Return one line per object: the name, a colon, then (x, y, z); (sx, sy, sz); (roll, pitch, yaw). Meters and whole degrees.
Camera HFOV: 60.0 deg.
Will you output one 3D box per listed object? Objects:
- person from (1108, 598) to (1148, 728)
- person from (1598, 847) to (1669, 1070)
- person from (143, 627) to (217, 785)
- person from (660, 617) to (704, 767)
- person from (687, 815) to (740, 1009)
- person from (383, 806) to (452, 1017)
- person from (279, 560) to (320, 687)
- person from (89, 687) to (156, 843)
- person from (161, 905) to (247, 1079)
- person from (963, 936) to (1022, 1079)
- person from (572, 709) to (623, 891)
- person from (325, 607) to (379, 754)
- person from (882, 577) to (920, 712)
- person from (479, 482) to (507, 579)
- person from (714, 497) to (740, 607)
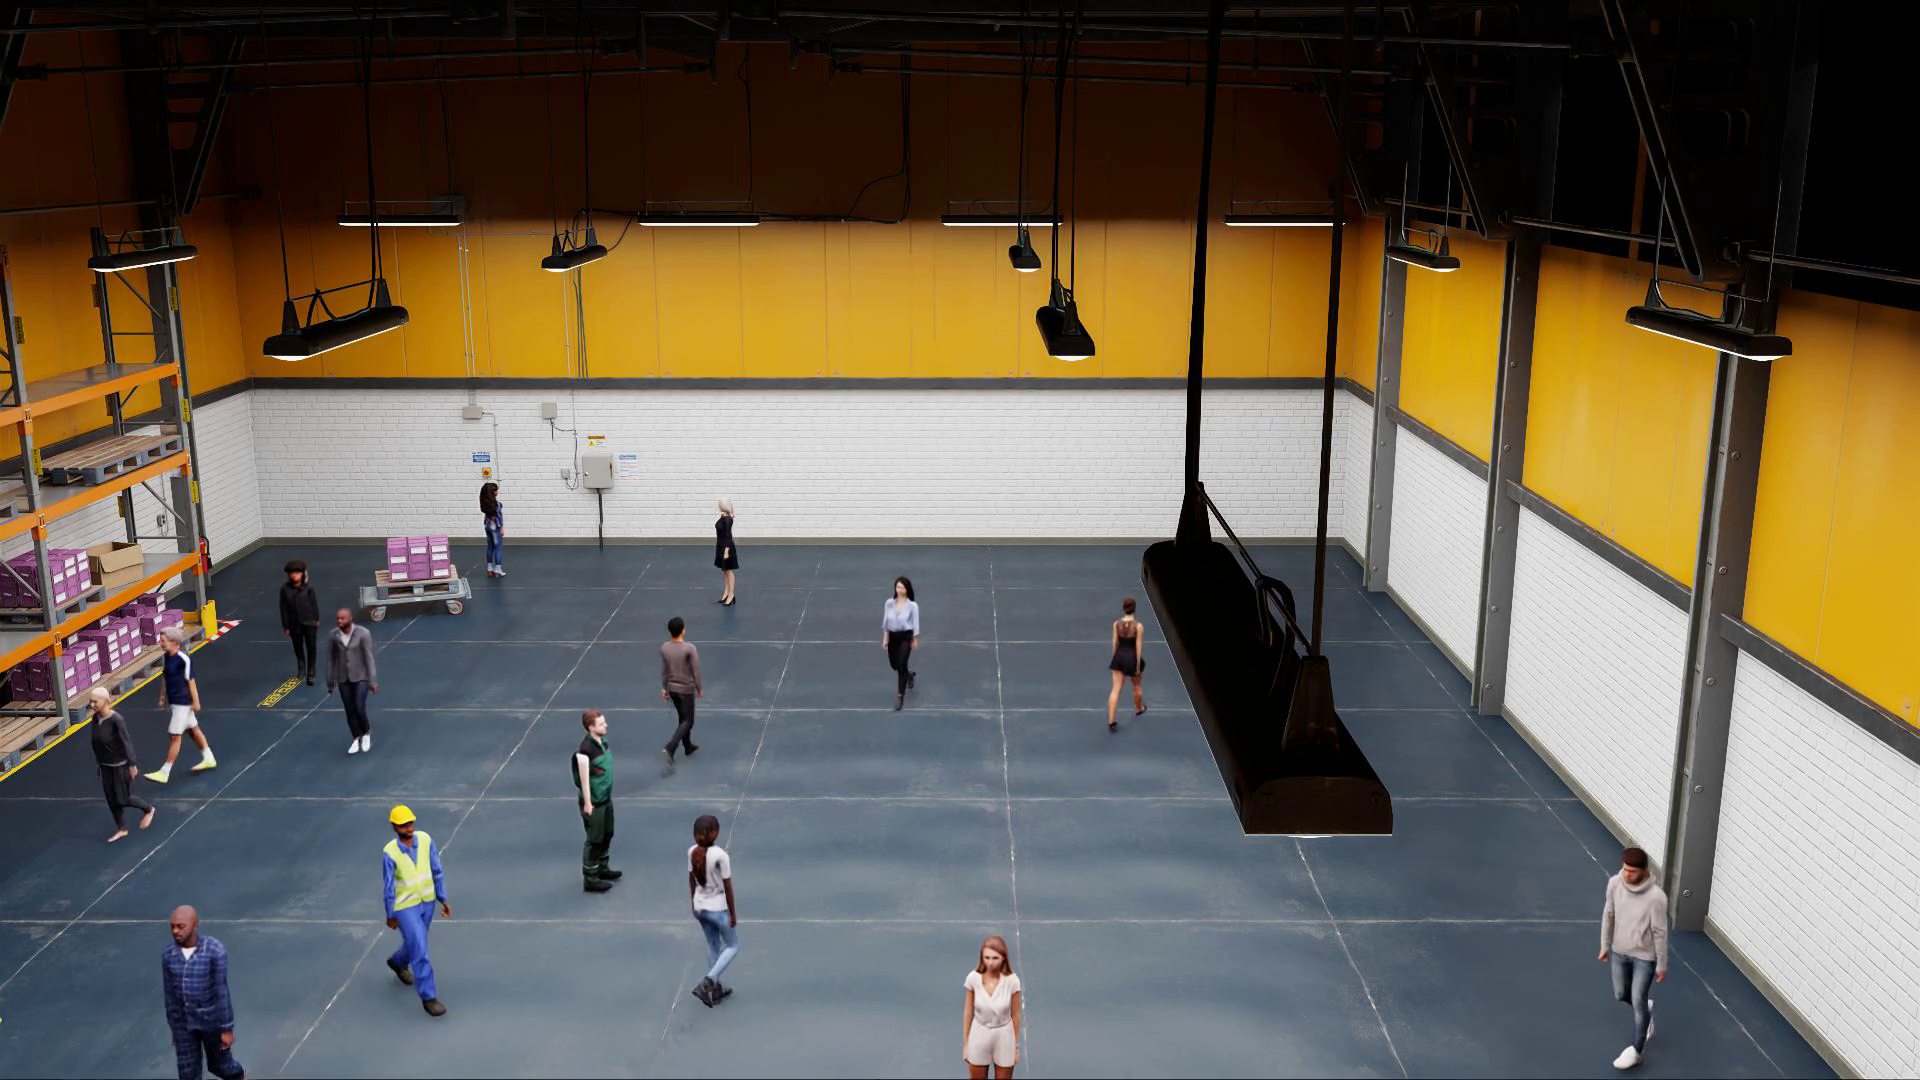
person: (2.043, 1.568, 20.785); (0.938, 1.626, 1.209); (7, 15, 26)
person: (5.445, 3.277, 13.306); (1.120, 1.824, 1.078); (-13, 19, -43)
person: (-8.898, 1.865, 19.200); (1.098, 1.794, 1.192); (11, 18, 39)
person: (-3.312, 1.801, 19.562); (0.921, 1.749, 1.147); (4, 14, 16)
person: (-2.124, 3.161, 14.018); (0.811, 1.714, 0.905); (8, 16, 29)
person: (-4.690, 3.090, 14.174); (1.181, 1.779, 1.209); (10, 17, 35)
person: (-8.915, 1.109, 22.511); (0.868, 1.704, 1.215); (-4, 14, -17)
person: (-8.841, 2.314, 17.542); (0.786, 1.702, 0.887); (6, 15, 24)
person: (-5.596, 3.525, 12.328); (0.670, 1.802, 0.970); (0, 14, -1)
person: (0.237, 3.643, 12.063); (0.589, 1.696, 0.584); (2, 14, 7)
person: (-3.577, 2.527, 16.365); (0.733, 1.841, 0.557); (2, 14, 8)
person: (-7.260, 1.664, 20.006); (0.758, 1.805, 0.662); (1, 14, 4)
person: (-0.740, 1.315, 21.632); (0.899, 1.719, 1.134); (5, 15, 21)
person: (-7.856, -0.185, 28.033); (0.696, 1.621, 0.740); (11, 17, 38)
person: (-3.708, 0.165, 26.317); (0.738, 1.748, 0.625); (-6, 15, -22)
